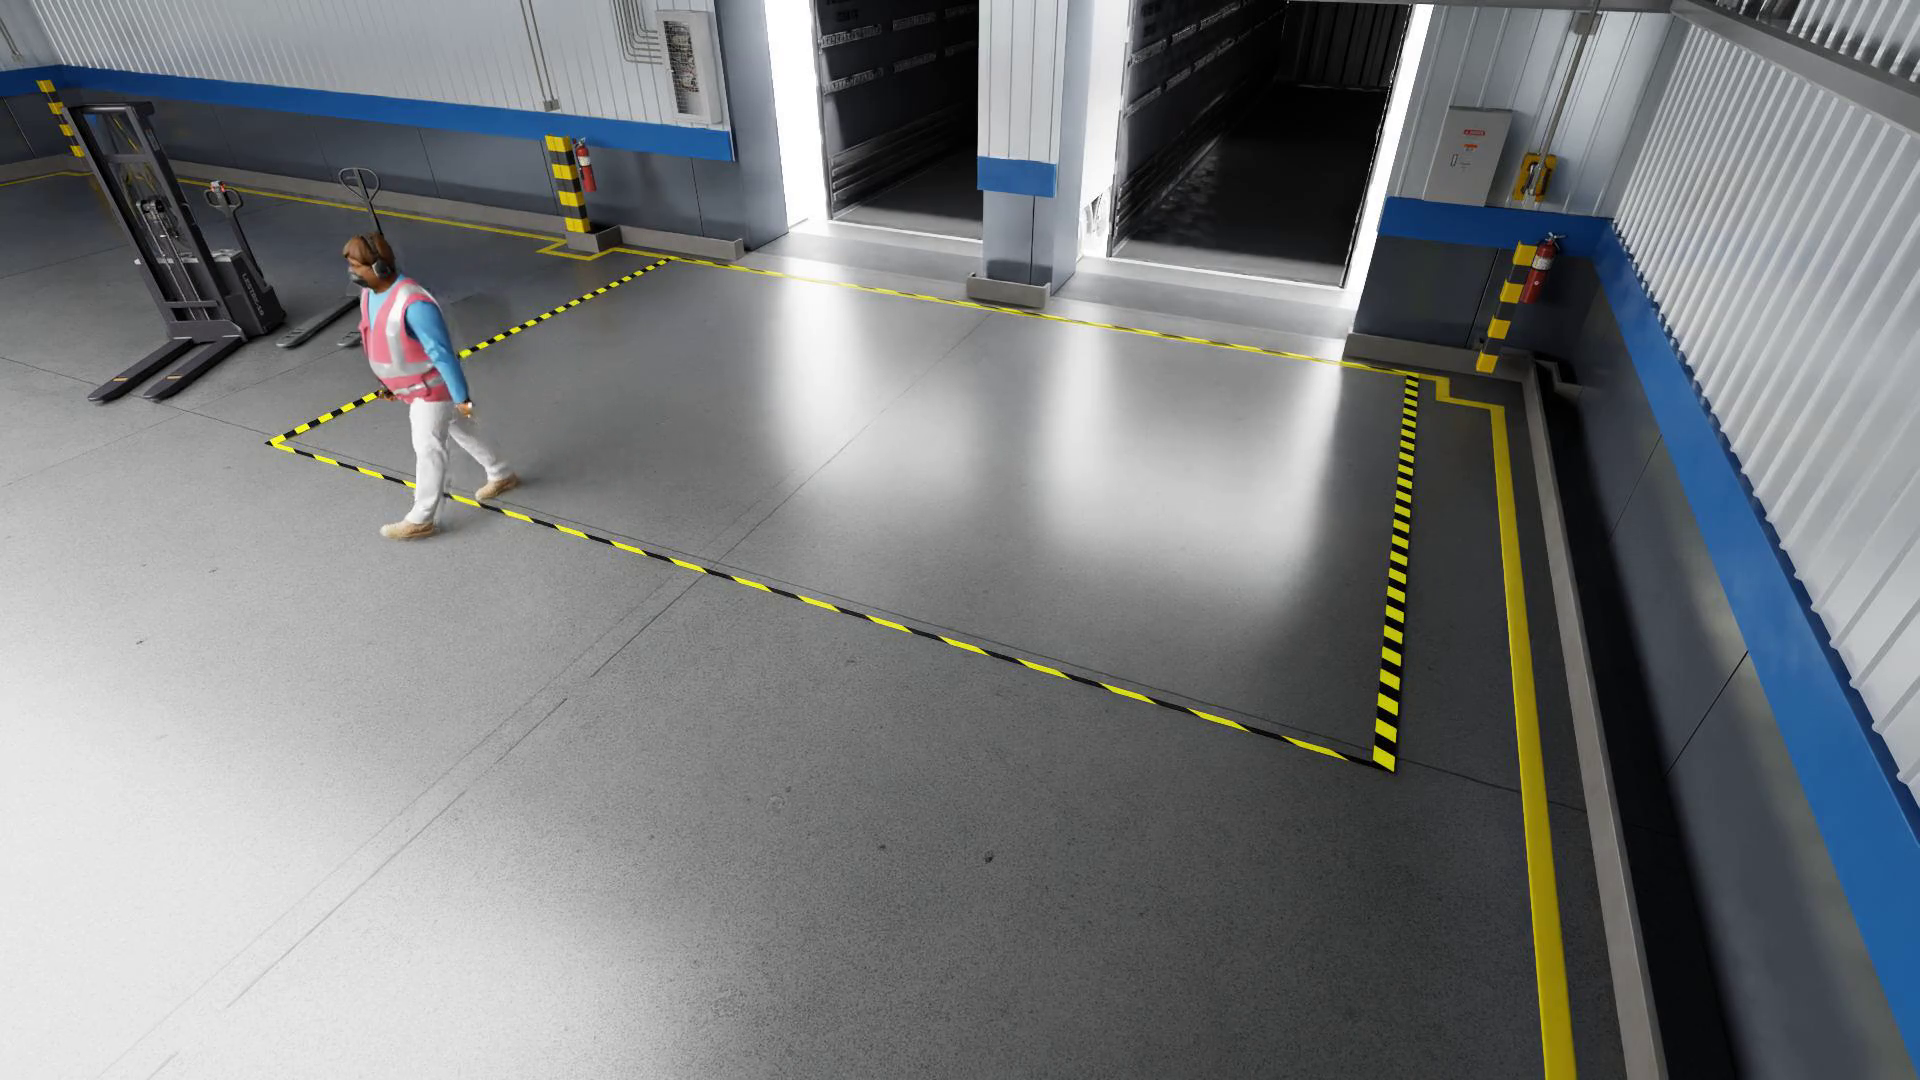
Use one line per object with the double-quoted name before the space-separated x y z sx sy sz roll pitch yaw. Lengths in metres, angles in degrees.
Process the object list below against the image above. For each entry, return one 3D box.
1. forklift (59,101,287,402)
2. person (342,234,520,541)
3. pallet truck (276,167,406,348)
"forklift" -6.686 -2.387 7.434 0.823 1.965 1.885 -3 35 -5
"person" -3.285 -0.897 5.470 0.646 1.806 0.932 26 43 32
"pallet truck" -5.732 -2.611 8.414 0.680 1.201 1.601 -1 35 -1
